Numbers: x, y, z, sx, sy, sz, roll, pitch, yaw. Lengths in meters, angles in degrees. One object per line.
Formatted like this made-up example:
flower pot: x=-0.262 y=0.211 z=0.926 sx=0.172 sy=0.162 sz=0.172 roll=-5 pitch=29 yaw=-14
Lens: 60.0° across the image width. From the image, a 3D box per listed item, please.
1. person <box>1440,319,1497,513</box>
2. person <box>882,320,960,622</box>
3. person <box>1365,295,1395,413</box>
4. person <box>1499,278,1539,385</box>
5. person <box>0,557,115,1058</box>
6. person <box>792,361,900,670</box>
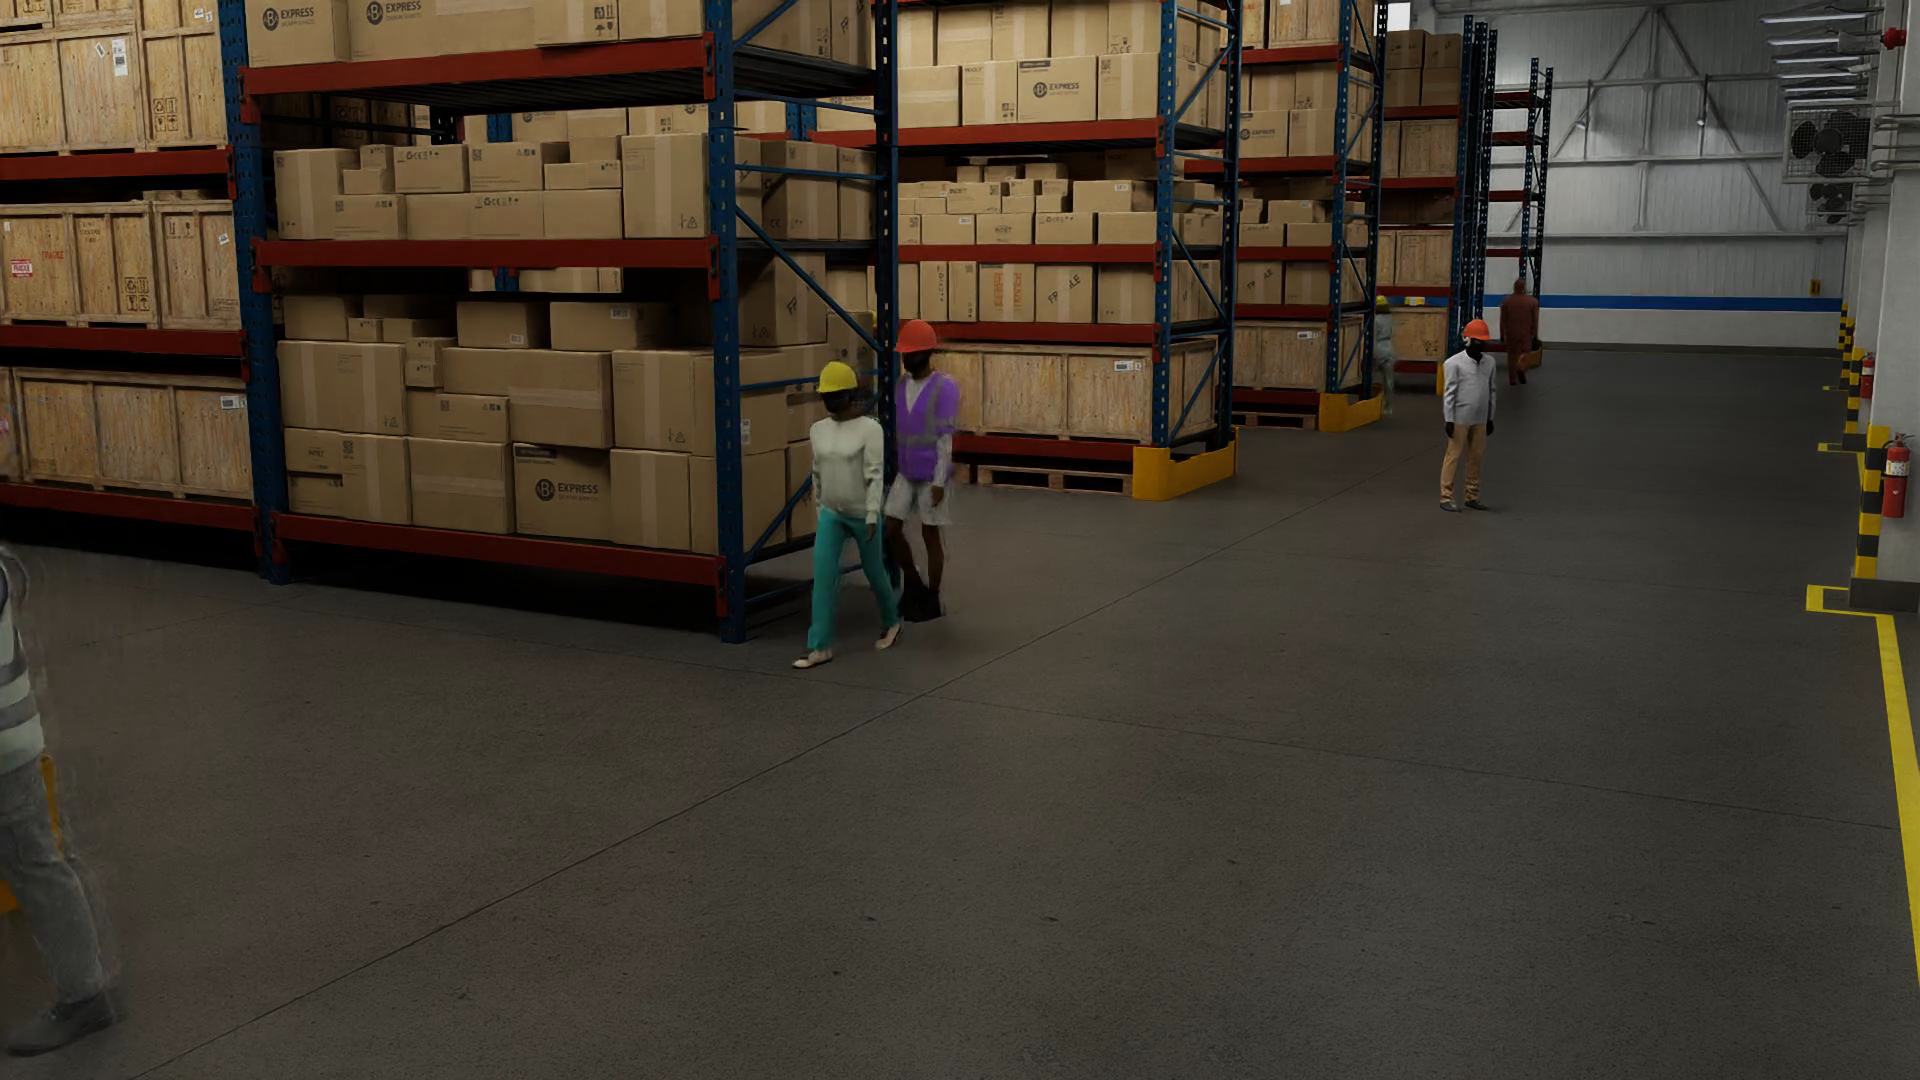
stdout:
person: x=4.605 y=-1.114 z=14.991 sx=0.563 sy=1.742 sz=0.353 roll=-4 pitch=11 yaw=-23
person: x=-0.248 y=-0.419 z=10.455 sx=0.540 sy=1.918 sz=0.443 roll=8 pitch=13 yaw=39
person: x=6.121 y=-2.725 z=24.402 sx=0.488 sy=1.715 sz=0.750 roll=-4 pitch=11 yaw=-24
person: x=9.864 y=-3.673 z=29.367 sx=0.667 sy=1.891 sz=0.426 roll=4 pitch=11 yaw=24
person: x=-2.867 y=0.602 z=4.590 sx=0.616 sy=1.895 sz=0.955 roll=6 pitch=11 yaw=31
person: x=-0.622 y=-0.167 z=9.551 sx=0.529 sy=1.727 sz=0.889 roll=5 pitch=11 yaw=27
